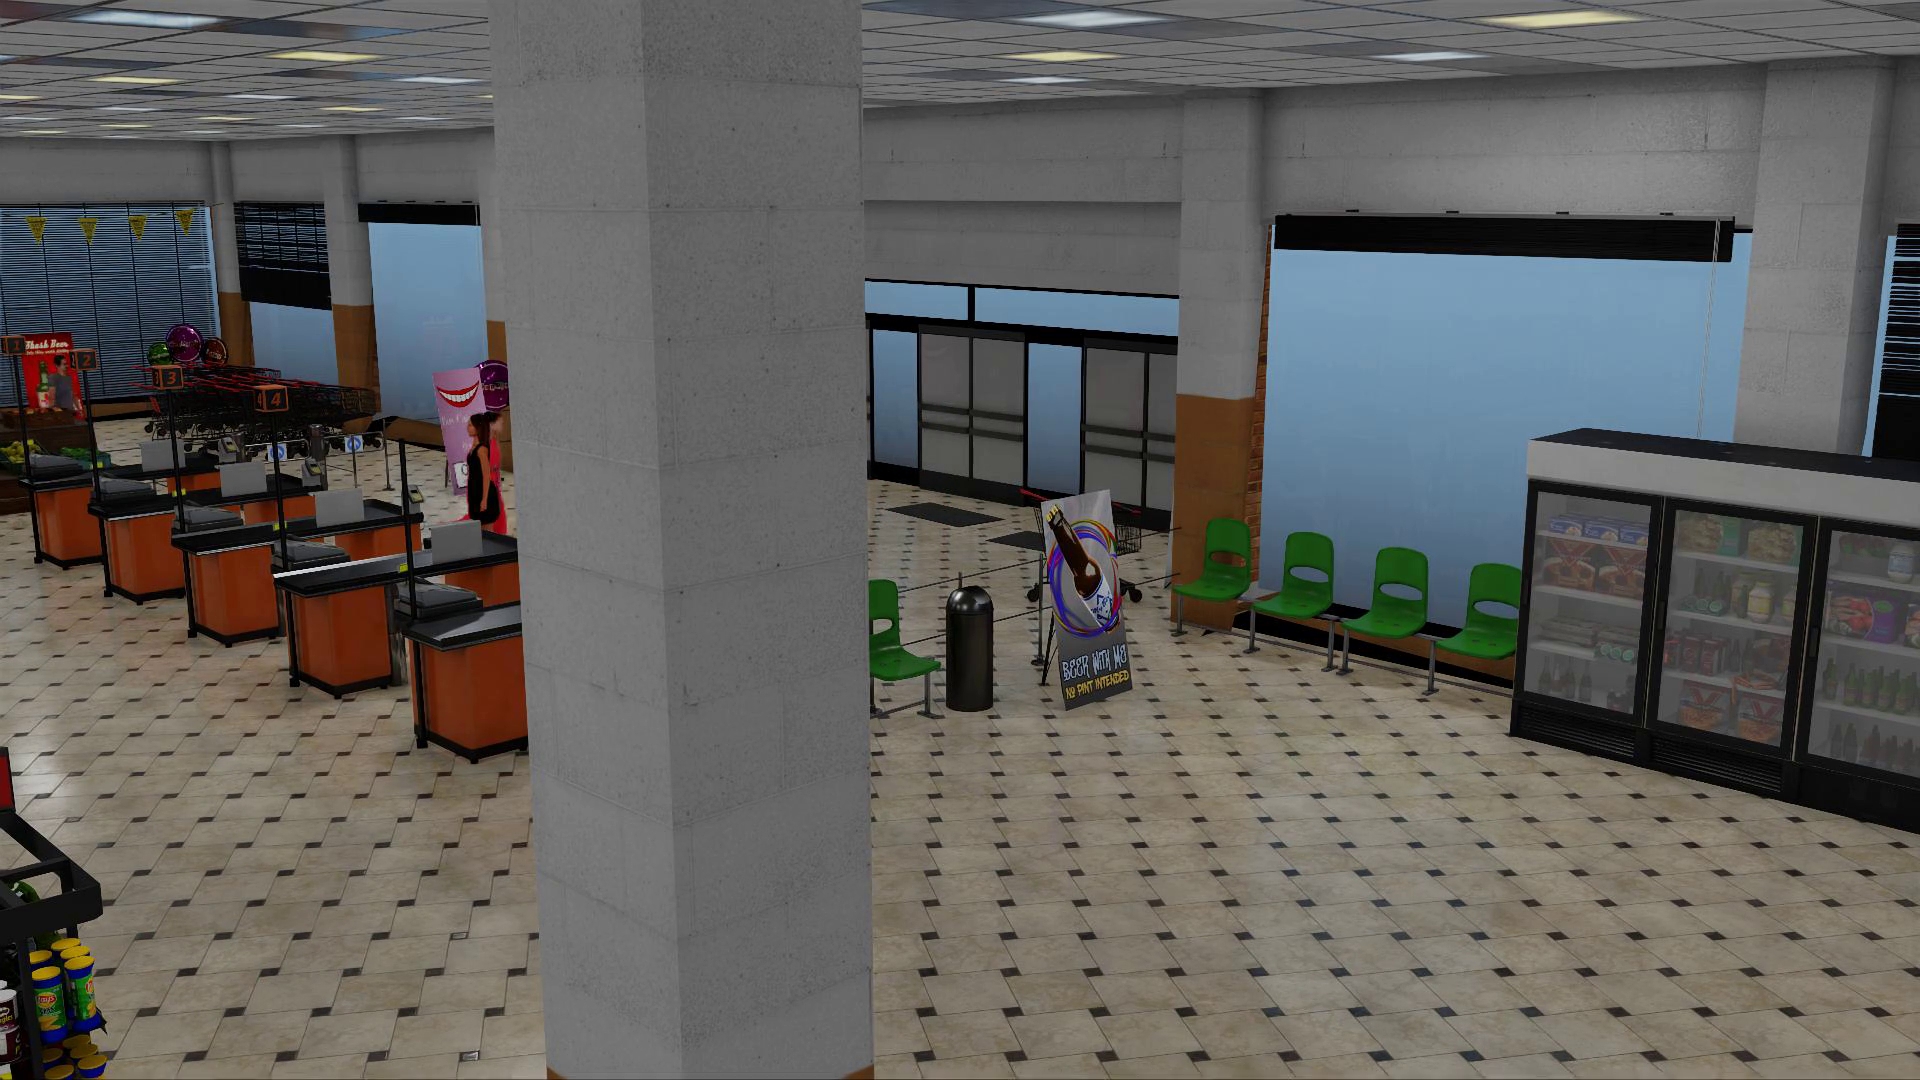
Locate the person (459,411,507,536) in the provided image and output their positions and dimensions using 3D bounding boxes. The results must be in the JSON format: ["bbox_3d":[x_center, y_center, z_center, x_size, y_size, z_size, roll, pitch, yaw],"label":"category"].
[{"bbox_3d":[-5.339,-0.568,18.525,0.917,1.701,0.952,6,13,25],"label":"person"}]

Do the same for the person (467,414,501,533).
[{"bbox_3d":[-4.995,-0.408,17.438,0.634,1.834,0.653,-6,13,-25],"label":"person"}]

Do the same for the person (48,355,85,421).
[{"bbox_3d":[-13.315,-1.861,24.575,0.943,1.737,0.871,0,12,0],"label":"person"}]
